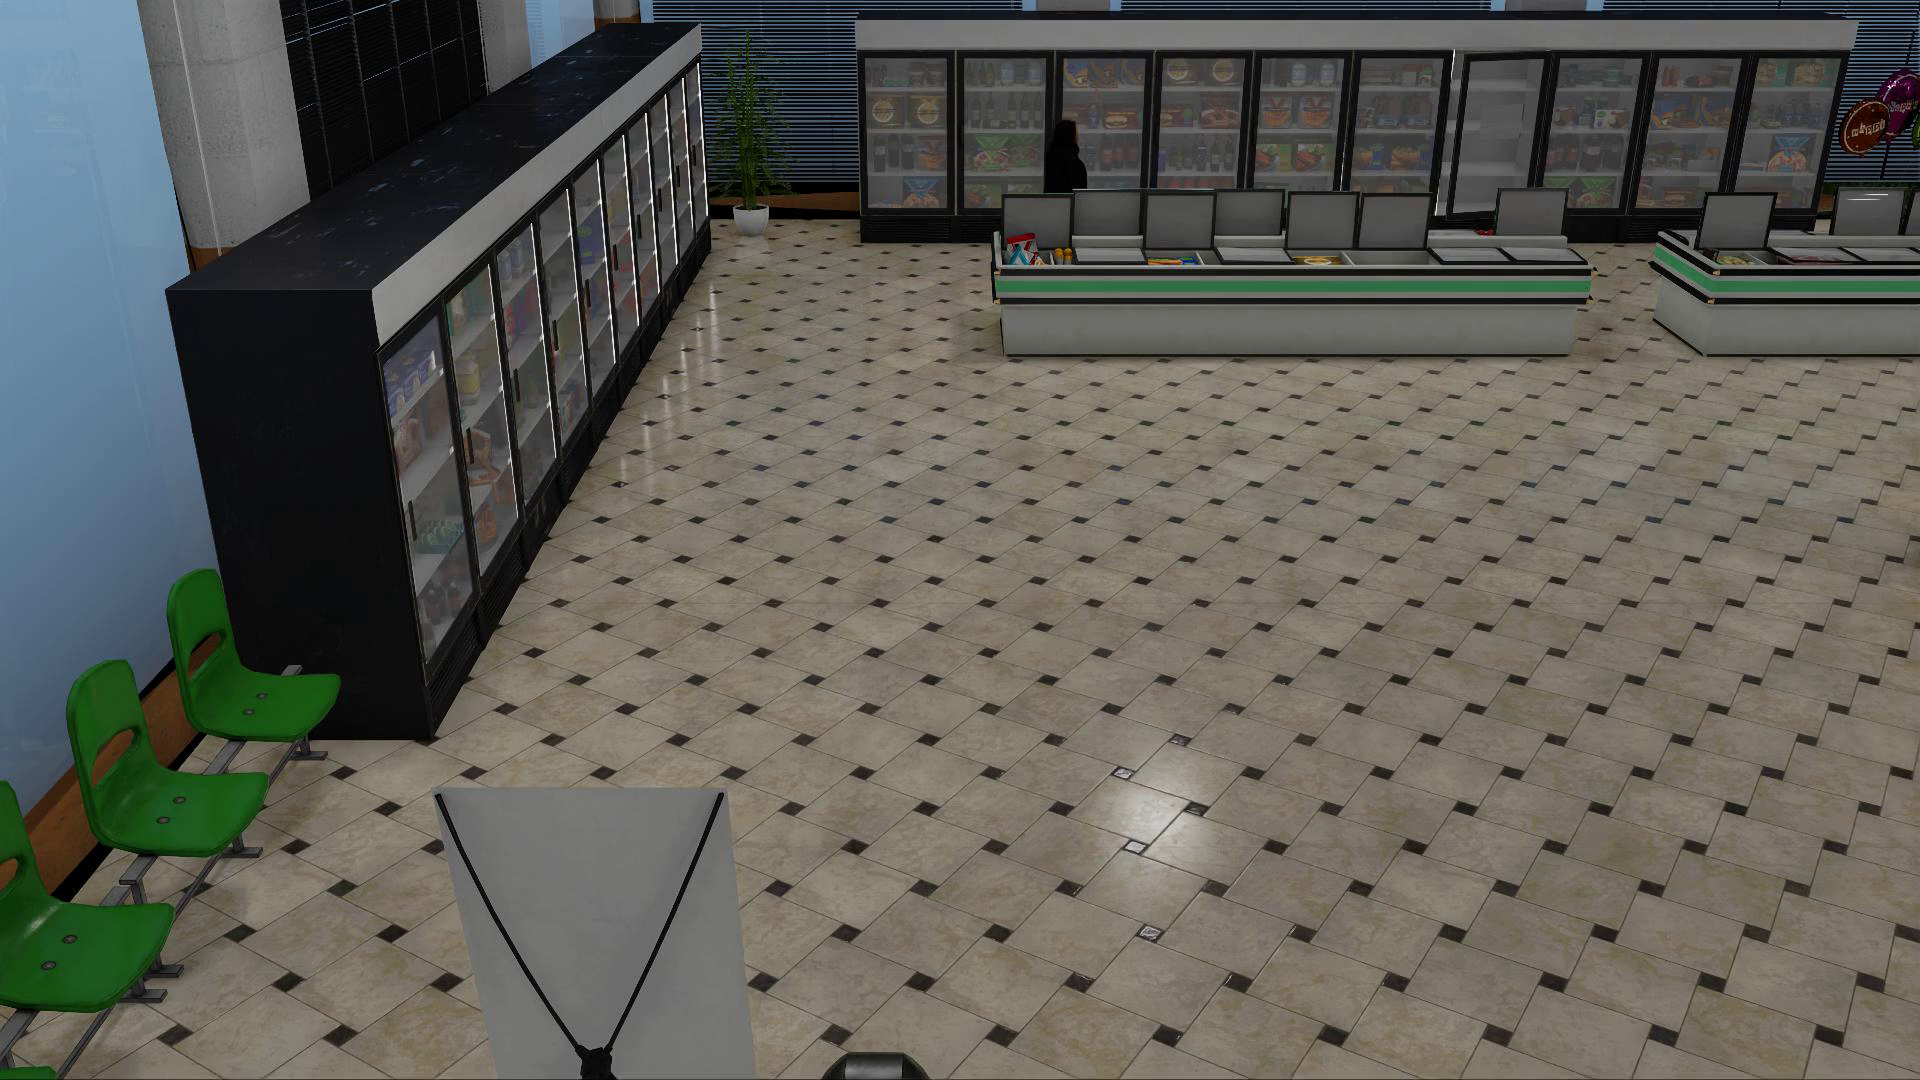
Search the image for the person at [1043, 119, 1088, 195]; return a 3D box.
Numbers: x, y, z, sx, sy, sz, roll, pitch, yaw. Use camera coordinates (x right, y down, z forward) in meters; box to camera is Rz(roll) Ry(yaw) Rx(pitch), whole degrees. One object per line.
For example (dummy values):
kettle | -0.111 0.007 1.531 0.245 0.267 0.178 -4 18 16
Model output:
person | 0.972 -3.163 15.778 0.792 1.615 0.761 -14 27 -29
